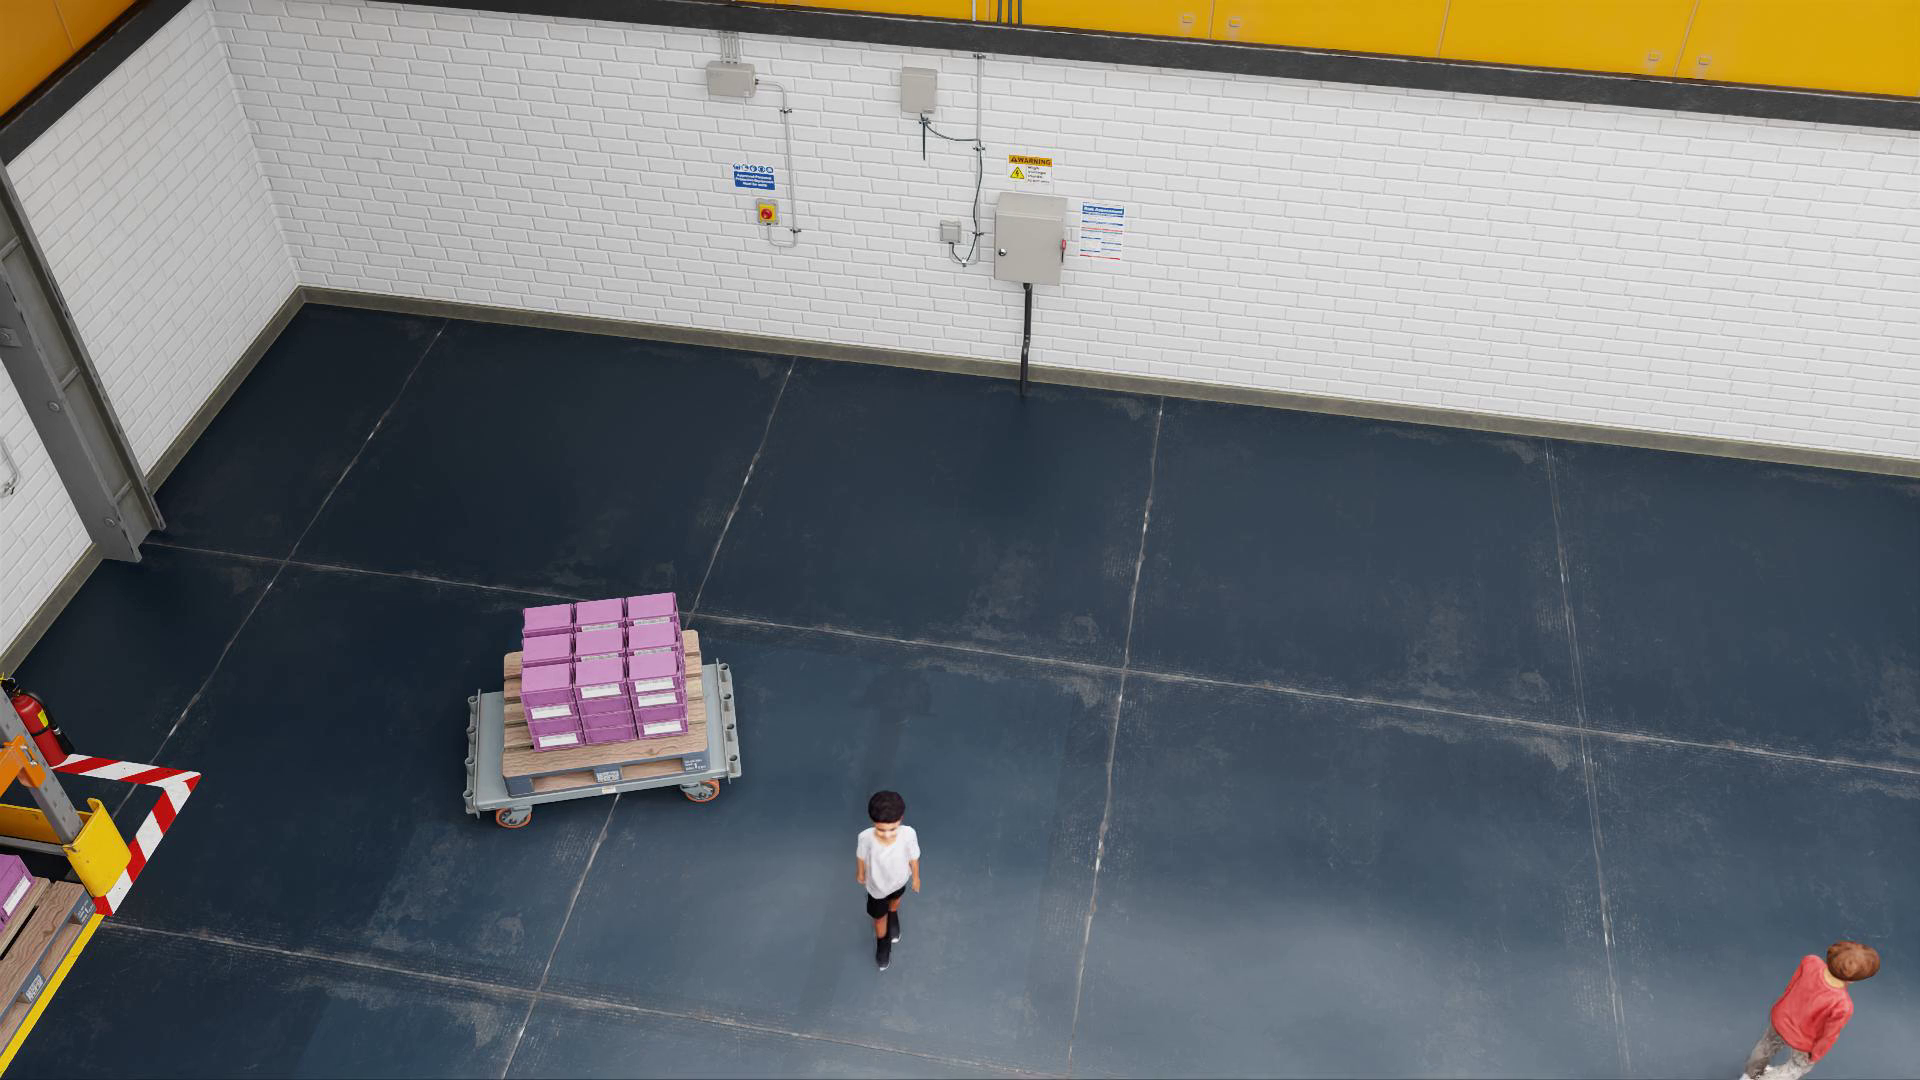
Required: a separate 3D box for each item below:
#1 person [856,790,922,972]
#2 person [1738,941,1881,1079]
[{"bbox_3d":[-0.406,1.780,9.246,0.610,1.249,0.709,-6,44,-6],"label":"person"},{"bbox_3d":[4.191,2.472,8.408,0.749,1.404,0.709,-14,45,-14],"label":"person"}]
